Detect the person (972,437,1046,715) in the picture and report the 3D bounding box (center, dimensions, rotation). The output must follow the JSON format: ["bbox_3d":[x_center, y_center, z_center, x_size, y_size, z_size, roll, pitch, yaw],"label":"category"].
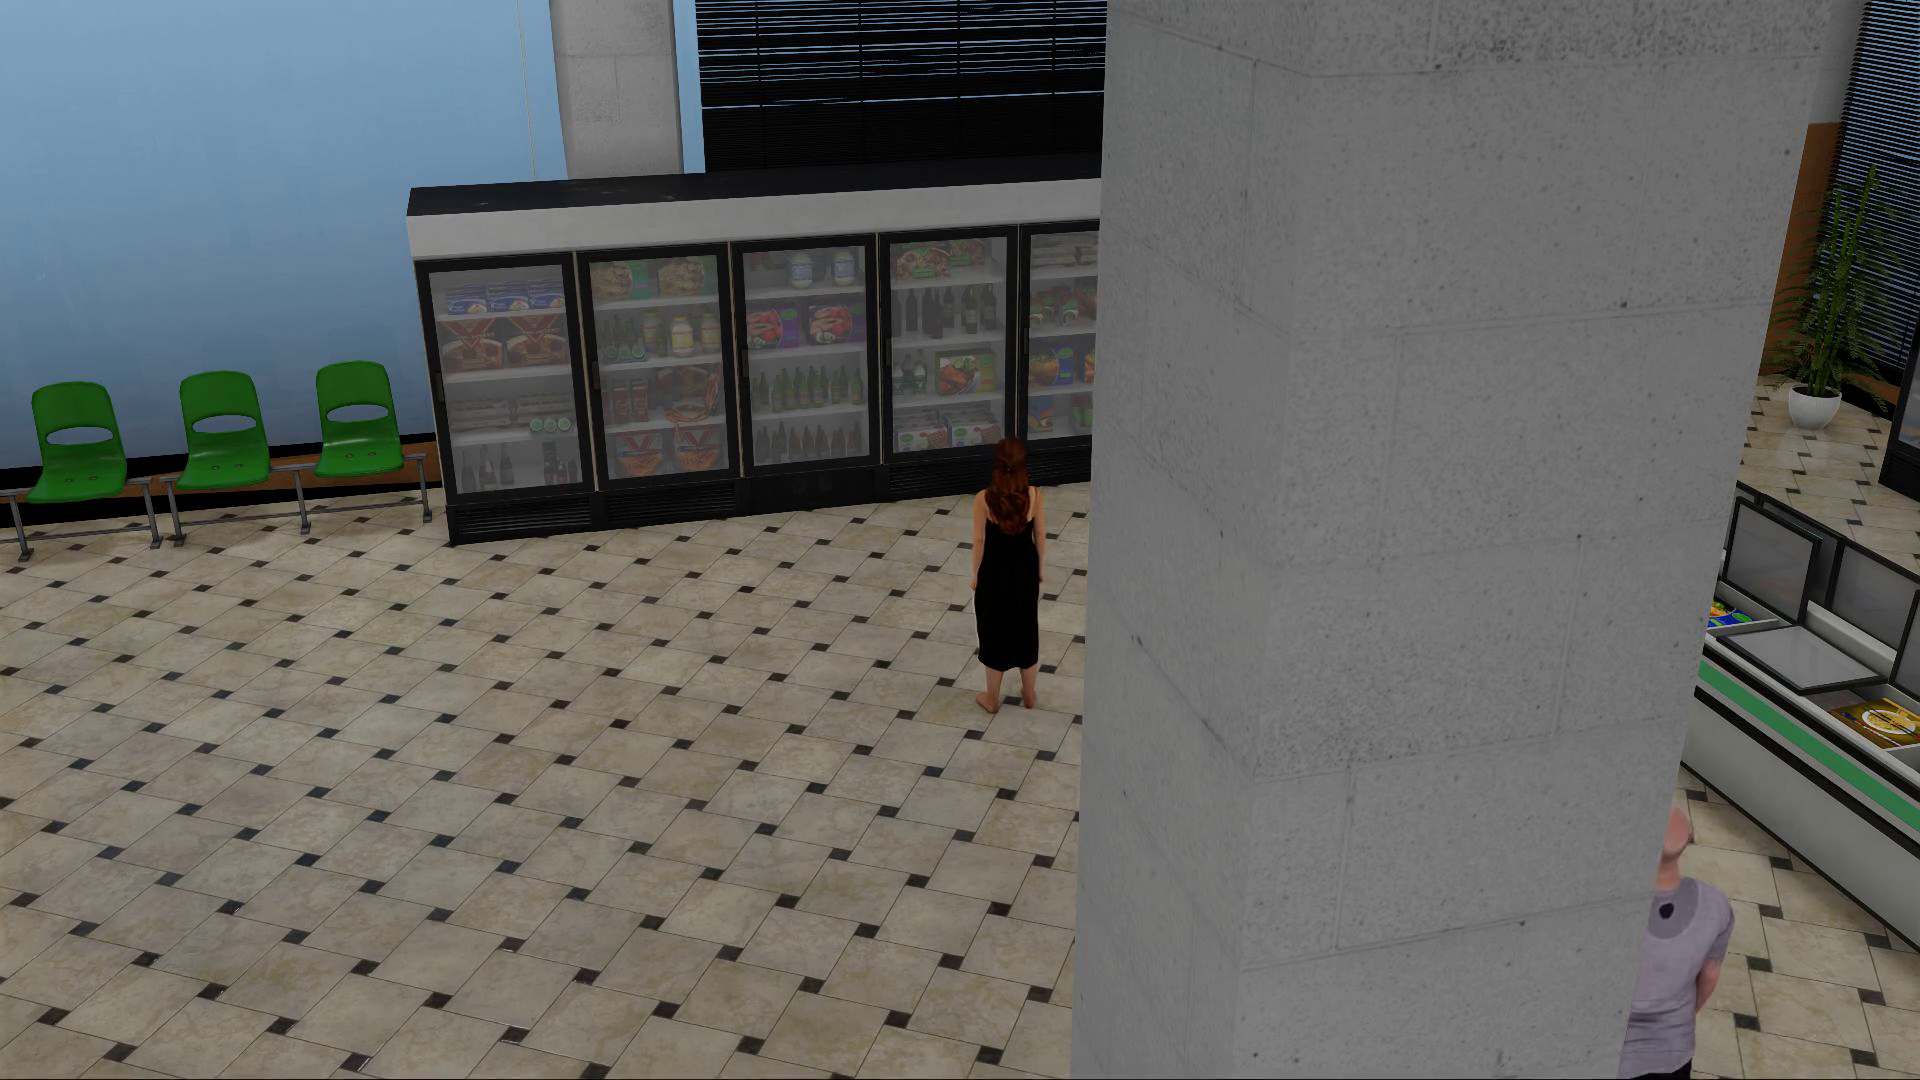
[{"bbox_3d":[0.266,0.197,9.124,0.555,1.625,0.561,-6,24,-13],"label":"person"}]

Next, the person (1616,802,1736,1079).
[{"bbox_3d":[2.226,1.718,5.451,0.997,1.784,1.328,3,24,6],"label":"person"}]
